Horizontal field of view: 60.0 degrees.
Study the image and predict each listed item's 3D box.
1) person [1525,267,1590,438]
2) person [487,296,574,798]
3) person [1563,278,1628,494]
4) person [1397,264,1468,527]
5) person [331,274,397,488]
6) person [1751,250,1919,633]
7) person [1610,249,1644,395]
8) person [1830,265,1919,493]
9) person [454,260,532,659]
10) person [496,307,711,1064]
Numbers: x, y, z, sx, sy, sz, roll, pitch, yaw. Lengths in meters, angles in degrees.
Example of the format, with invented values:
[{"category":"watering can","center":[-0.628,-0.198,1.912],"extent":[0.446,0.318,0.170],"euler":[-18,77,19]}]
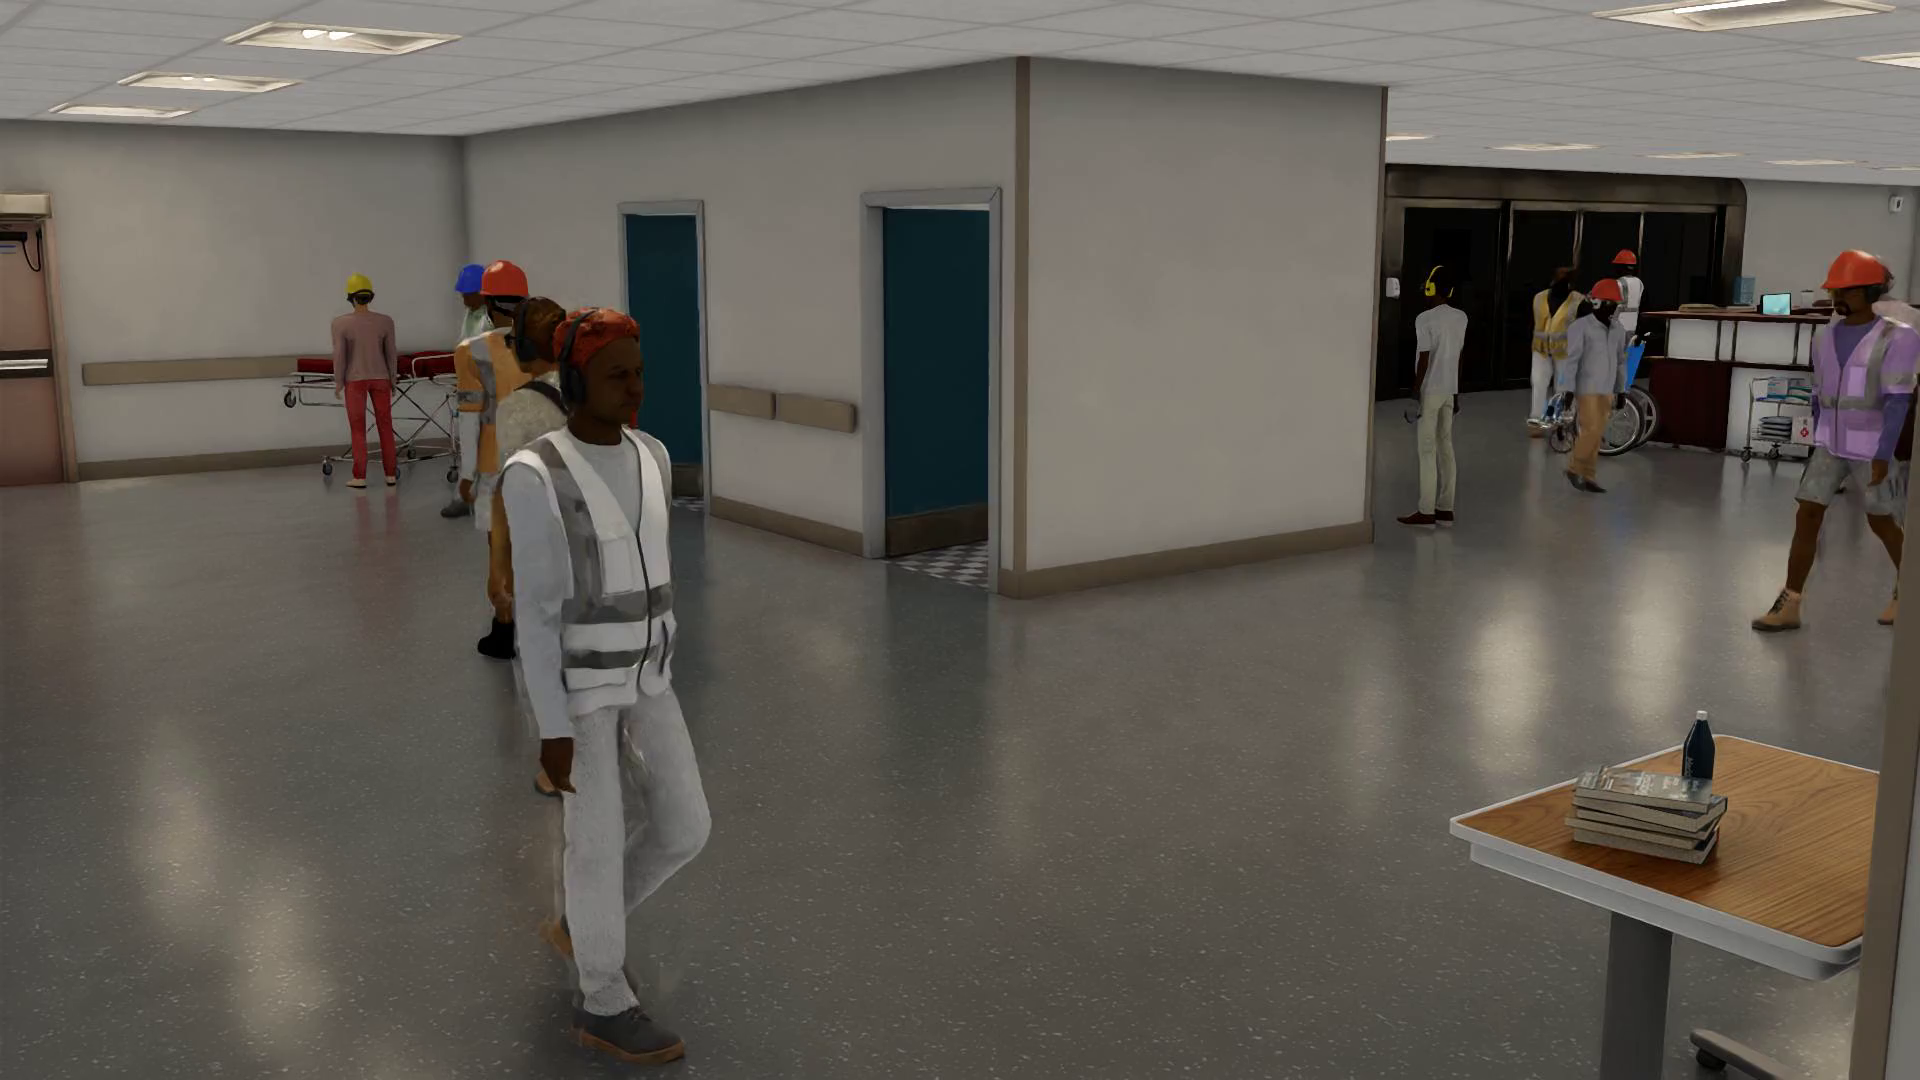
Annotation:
[{"category":"person","center":[6.268,-1.976,17.495],"extent":[0.667,1.795,0.908],"euler":[8,13,37]},{"category":"person","center":[-1.481,0.042,6.023],"extent":[0.444,1.831,0.547],"euler":[6,12,30]},{"category":"person","center":[5.137,-1.228,13.389],"extent":[0.592,1.736,0.373],"euler":[-5,11,-28]},{"category":"person","center":[3.396,-1.028,11.934],"extent":[0.520,1.866,0.326],"euler":[-7,13,-36]},{"category":"person","center":[-4.930,-1.313,13.798],"extent":[0.527,1.772,0.305],"euler":[-7,13,-36]},{"category":"person","center":[4.700,-0.506,8.675],"extent":[1.046,2.000,0.624],"euler":[-5,11,-25]},{"category":"person","center":[8.375,-2.696,21.069],"extent":[0.547,1.942,0.351],"euler":[-7,13,-36]},{"category":"person","center":[7.172,-1.230,13.112],"extent":[0.673,1.851,1.014],"euler":[4,11,21]},{"category":"person","center":[-2.195,-0.388,8.145],"extent":[0.547,1.938,0.359],"euler":[-7,13,-36]},{"category":"person","center":[-0.871,0.372,4.079],"extent":[0.443,1.869,0.580],"euler":[6,12,31]}]
